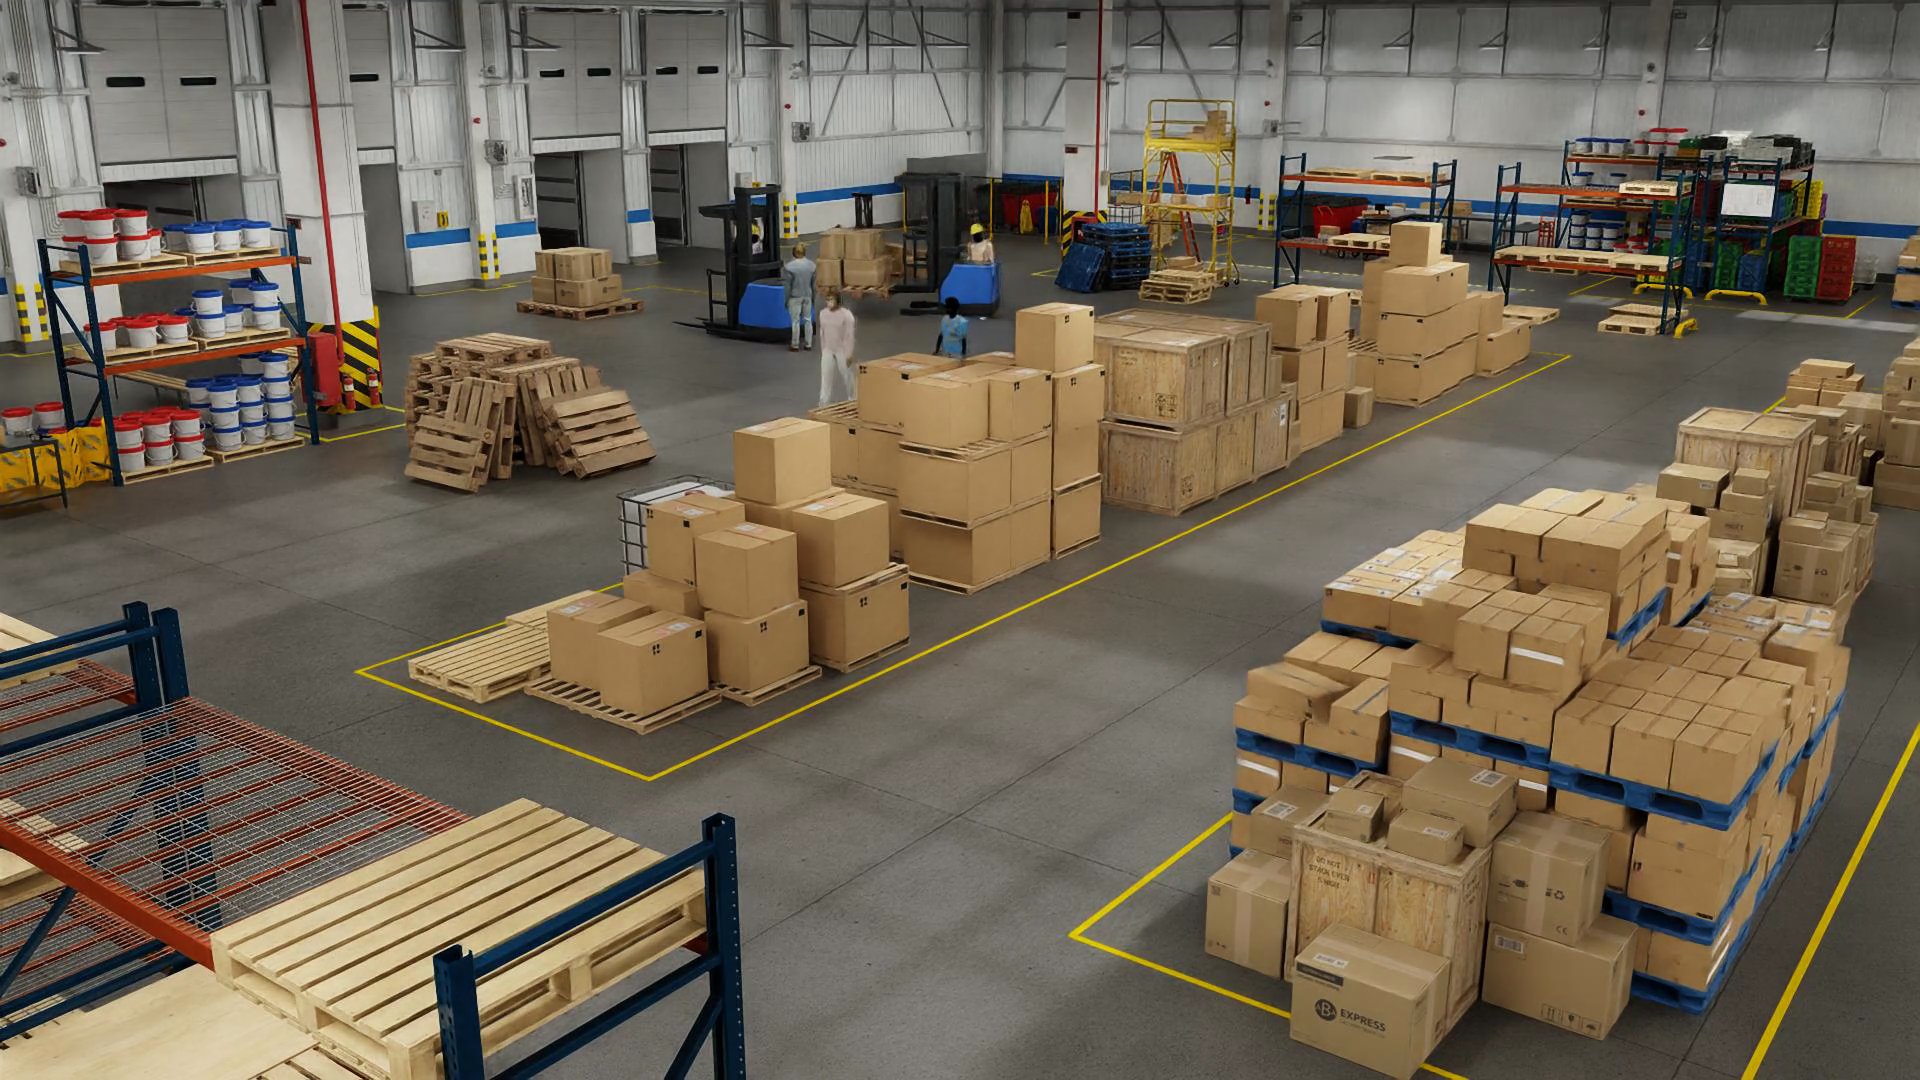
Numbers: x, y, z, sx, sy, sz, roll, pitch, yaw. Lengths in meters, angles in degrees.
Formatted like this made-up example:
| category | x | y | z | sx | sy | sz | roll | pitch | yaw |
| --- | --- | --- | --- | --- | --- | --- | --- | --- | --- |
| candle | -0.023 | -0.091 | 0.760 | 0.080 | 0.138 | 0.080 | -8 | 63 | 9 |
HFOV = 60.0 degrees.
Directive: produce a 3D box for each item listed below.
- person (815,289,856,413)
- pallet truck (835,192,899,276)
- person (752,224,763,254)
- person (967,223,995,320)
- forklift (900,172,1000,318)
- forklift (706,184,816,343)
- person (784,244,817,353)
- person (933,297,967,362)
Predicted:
| category | x | y | z | sx | sy | sz | roll | pitch | yaw |
| --- | --- | --- | --- | --- | --- | --- | --- | --- | --- |
| person | -1.841 | -2.762 | 24.622 | 0.647 | 1.885 | 1.009 | 9 | 19 | 27 |
| pallet truck | -1.936 | -7.159 | 38.982 | 1.885 | 1.965 | 0.823 | -12 | 21 | -34 |
| person | -4.053 | -5.248 | 32.775 | 0.371 | 1.925 | 0.595 | 11 | 20 | 33 |
| person | 0.443 | -5.360 | 33.186 | 0.663 | 1.904 | 0.527 | 10 | 19 | 29 |
| forklift | -0.186 | -5.961 | 33.512 | 1.873 | 2.768 | 1.129 | 3 | 17 | 10 |
| forklift | -3.714 | -5.181 | 30.930 | 1.873 | 2.768 | 1.129 | 12 | 21 | 35 |
| person | -2.841 | -4.309 | 29.677 | 0.636 | 1.928 | 0.387 | -9 | 19 | -28 |
| person | -0.185 | -2.852 | 25.291 | 0.792 | 1.666 | 0.547 | -12 | 20 | -34 |
